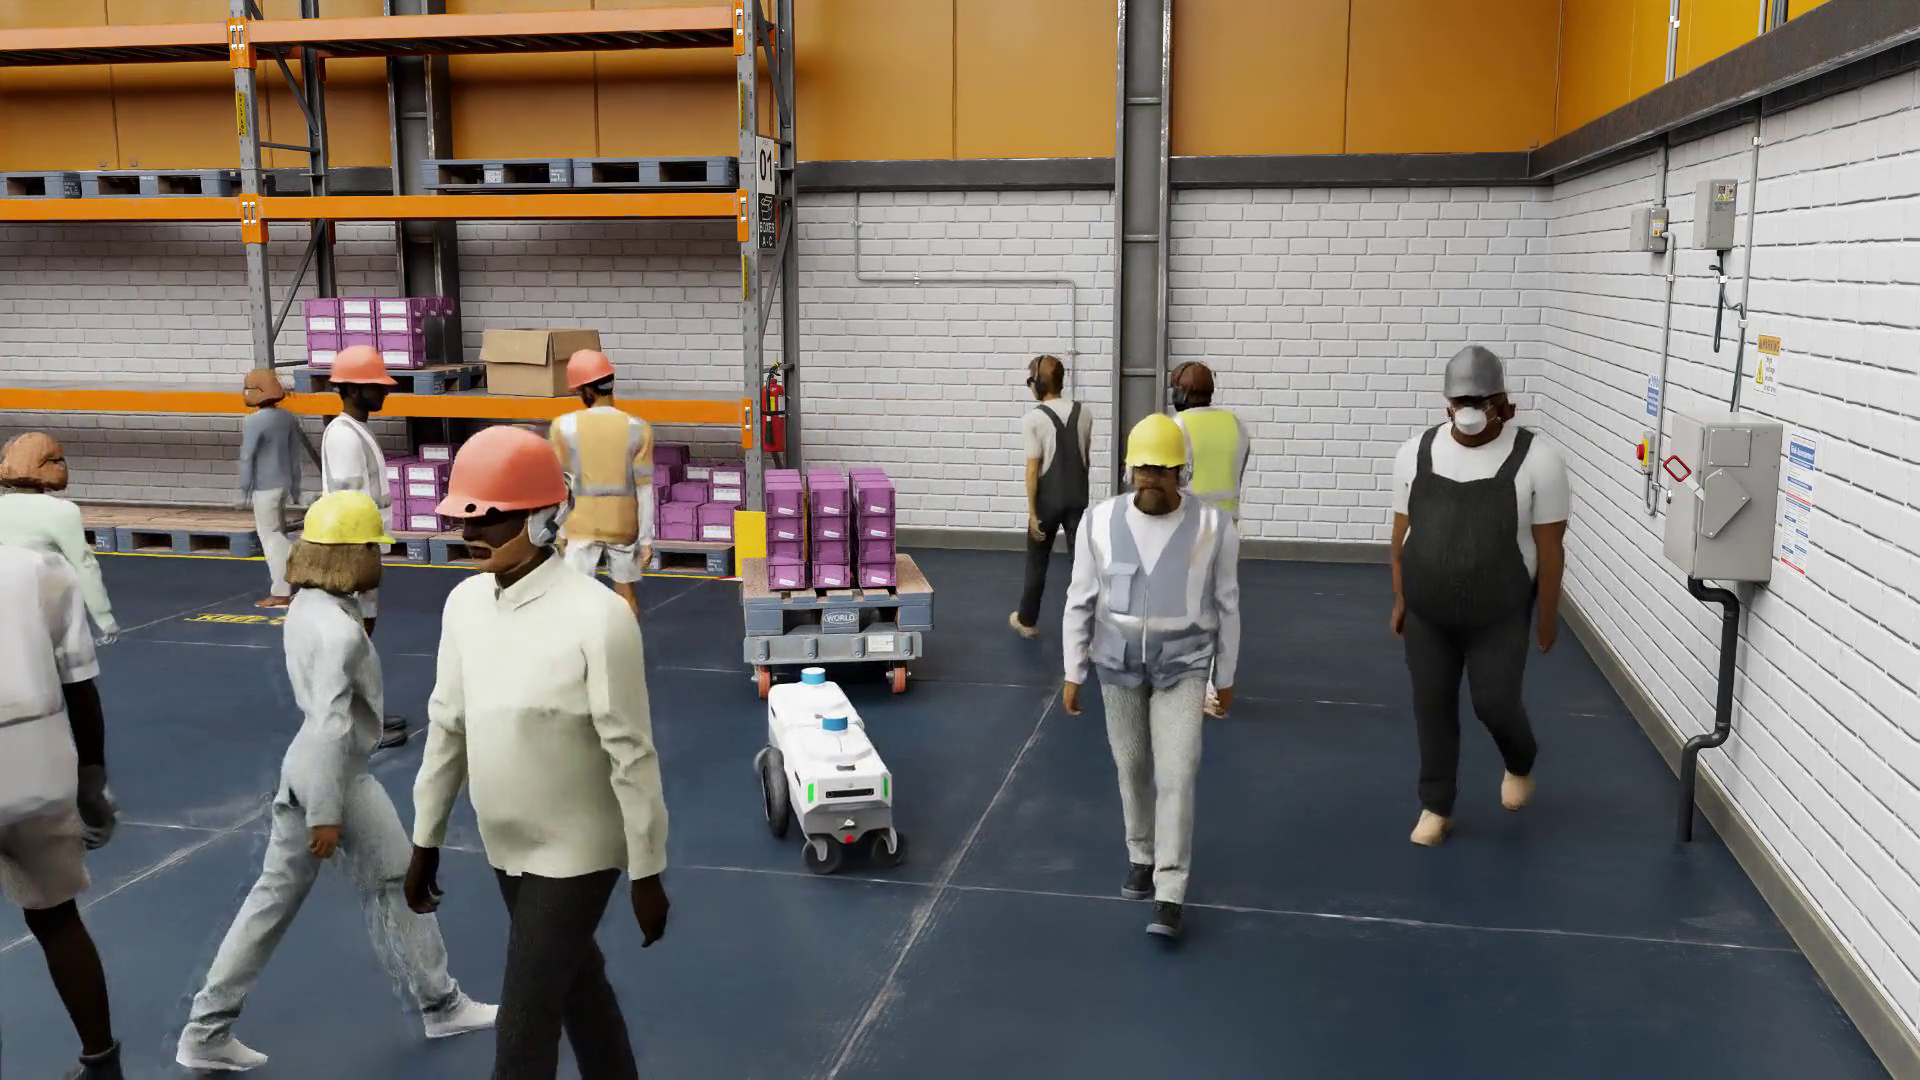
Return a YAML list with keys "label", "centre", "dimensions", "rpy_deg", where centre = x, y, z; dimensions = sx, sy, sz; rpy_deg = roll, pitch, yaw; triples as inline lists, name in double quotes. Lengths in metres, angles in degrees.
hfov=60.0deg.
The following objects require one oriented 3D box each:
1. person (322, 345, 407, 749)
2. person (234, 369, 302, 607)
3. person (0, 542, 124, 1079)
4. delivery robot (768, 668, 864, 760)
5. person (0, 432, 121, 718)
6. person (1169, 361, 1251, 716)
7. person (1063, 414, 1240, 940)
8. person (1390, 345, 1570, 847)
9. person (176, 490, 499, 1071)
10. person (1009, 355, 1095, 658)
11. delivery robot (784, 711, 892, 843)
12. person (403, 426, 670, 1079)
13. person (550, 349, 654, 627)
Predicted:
- label: "person"
  centre: [-2.865, 0.031, 8.032]
  dimensions: [0.373, 1.934, 0.551]
  rpy_deg: [-3, 10, -16]
- label: "person"
  centre: [-4.676, -0.337, 11.202]
  dimensions: [0.340, 1.620, 0.504]
  rpy_deg: [1, 9, 6]
- label: "person"
  centre: [-2.533, 0.659, 4.254]
  dimensions: [0.467, 1.937, 0.635]
  rpy_deg: [6, 11, 32]
- label: "delivery robot"
  centre: [-0.635, 0.801, 7.265]
  dimensions: [0.477, 0.478, 0.707]
  rpy_deg: [-2, 10, -13]
- label: "person"
  centre: [-3.854, 0.348, 7.109]
  dimensions: [0.519, 1.615, 0.603]
  rpy_deg: [4, 10, 25]
- label: "person"
  centre: [1.173, -0.016, 8.671]
  dimensions: [0.628, 1.818, 0.711]
  rpy_deg: [-4, 10, -25]
- label: "person"
  centre: [0.648, 0.468, 5.823]
  dimensions: [0.607, 1.797, 0.859]
  rpy_deg: [3, 10, 17]
- label: "person"
  centre: [2.053, 0.204, 6.677]
  dimensions: [0.690, 2.000, 0.677]
  rpy_deg: [6, 11, 34]
- label: "person"
  centre: [-1.838, 0.697, 4.792]
  dimensions: [0.932, 1.691, 0.499]
  rpy_deg: [-6, 11, -34]
- label: "person"
  centre: [0.580, -0.210, 9.956]
  dimensions: [0.522, 1.787, 1.023]
  rpy_deg: [-4, 10, -22]
- label: "delivery robot"
  centre: [-0.489, 0.920, 6.549]
  dimensions: [0.477, 0.478, 0.707]
  rpy_deg: [-2, 10, -13]
- label: "person"
  centre: [-1.060, 0.727, 3.773]
  dimensions: [0.657, 1.951, 0.960]
  rpy_deg: [8, 12, 39]
- label: "person"
  centre: [-1.881, -0.065, 8.796]
  dimensions: [0.539, 1.894, 0.866]
  rpy_deg: [-3, 10, -16]
